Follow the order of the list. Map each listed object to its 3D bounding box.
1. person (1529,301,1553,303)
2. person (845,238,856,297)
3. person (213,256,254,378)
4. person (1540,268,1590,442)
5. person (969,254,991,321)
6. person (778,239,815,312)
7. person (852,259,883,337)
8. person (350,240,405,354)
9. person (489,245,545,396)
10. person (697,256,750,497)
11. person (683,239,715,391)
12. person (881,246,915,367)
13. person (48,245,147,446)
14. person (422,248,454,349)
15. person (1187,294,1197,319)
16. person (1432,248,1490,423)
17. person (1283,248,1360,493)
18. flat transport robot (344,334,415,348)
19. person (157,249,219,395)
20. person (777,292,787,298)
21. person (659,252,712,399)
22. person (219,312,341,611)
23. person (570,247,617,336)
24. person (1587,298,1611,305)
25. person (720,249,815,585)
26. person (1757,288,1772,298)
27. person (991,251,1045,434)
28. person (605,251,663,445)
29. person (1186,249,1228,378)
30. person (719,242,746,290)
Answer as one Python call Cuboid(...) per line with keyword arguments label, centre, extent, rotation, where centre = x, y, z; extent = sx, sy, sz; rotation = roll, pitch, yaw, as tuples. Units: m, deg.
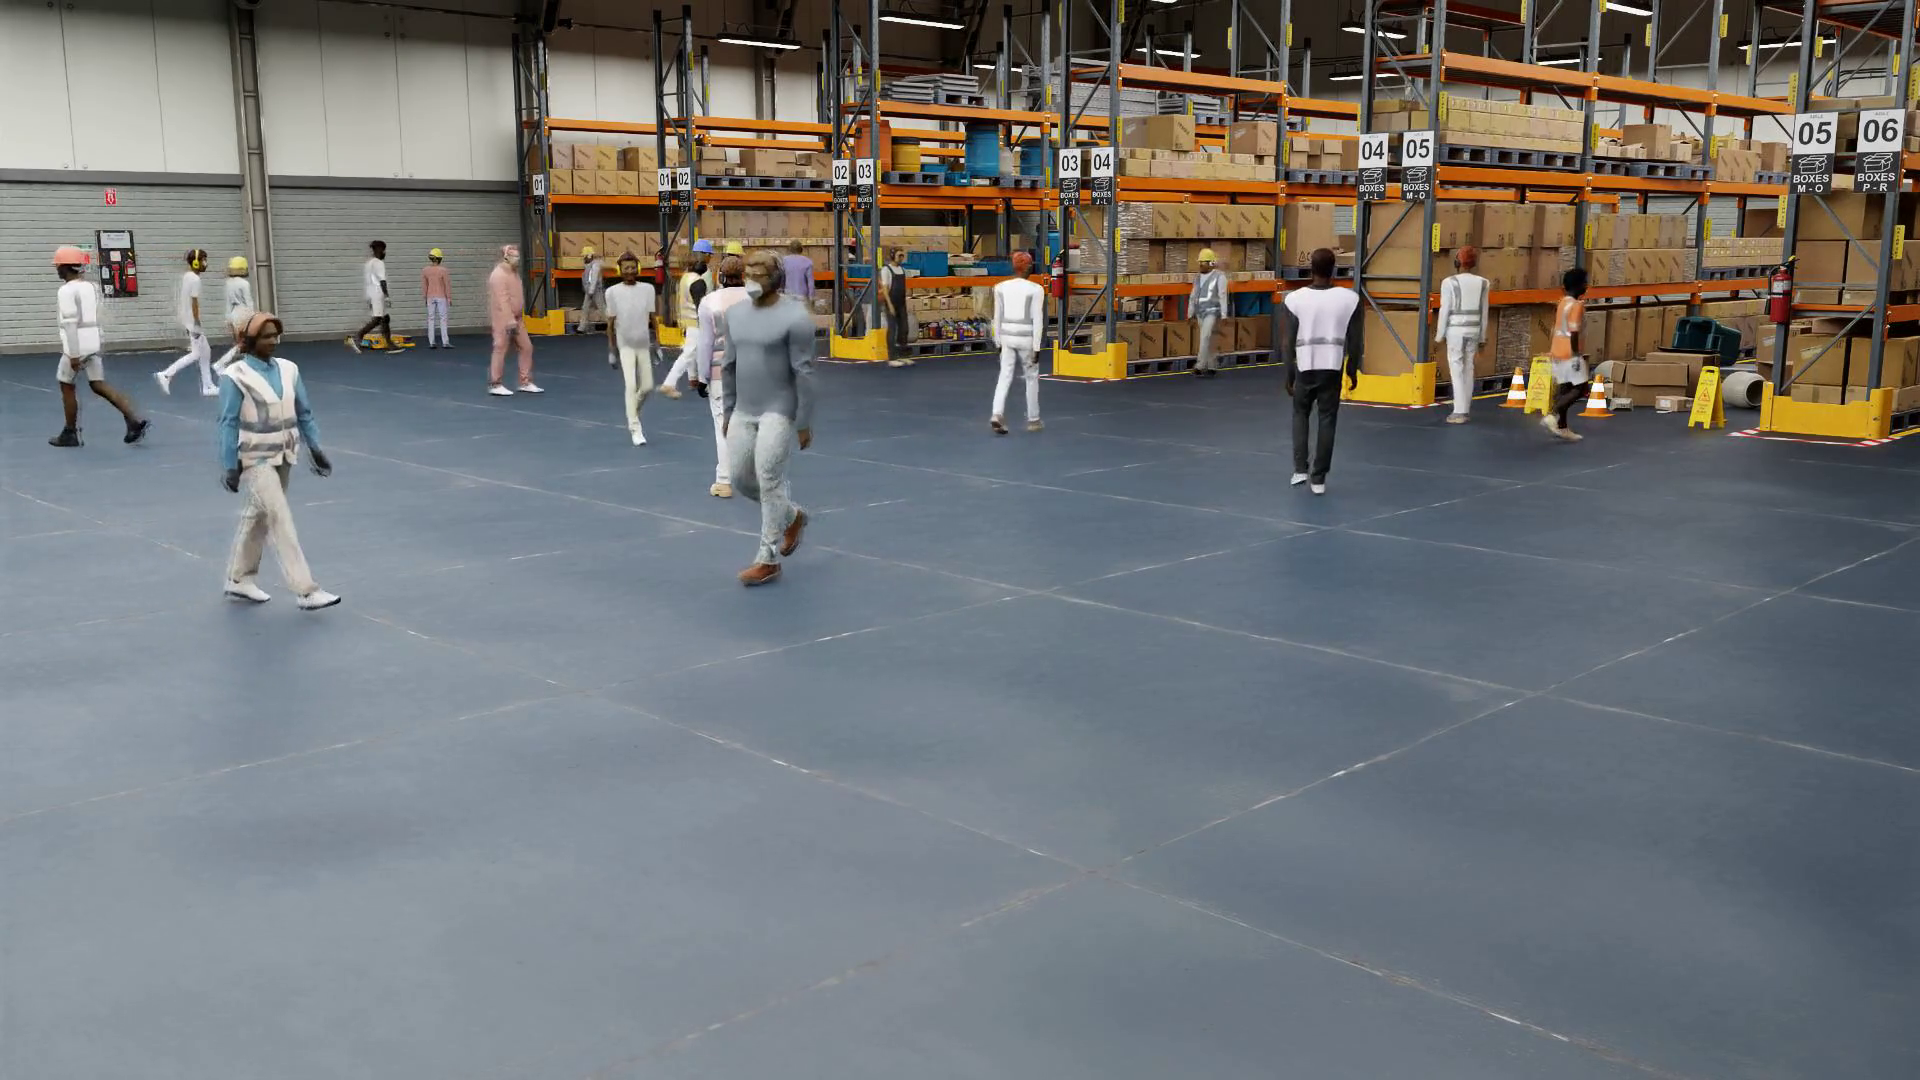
Cuboid(label="person", centre=(10.545, -4.458, 29.995), extent=(1.013, 1.952, 0.627), rotation=(-1, 10, -7))
Cuboid(label="person", centre=(-2.284, -5.444, 35.402), extent=(0.368, 1.933, 0.552), rotation=(-4, 11, -21))
Cuboid(label="person", centre=(-9.885, -3.013, 22.725), extent=(0.484, 1.718, 0.752), rotation=(9, 14, 41))
Cuboid(label="person", centre=(5.906, -1.784, 16.097), extent=(0.369, 1.686, 0.550), rotation=(1, 10, 6))
Cuboid(label="person", centre=(0.421, -4.938, 33.507), extent=(0.431, 1.621, 0.504), rotation=(-6, 12, -31))
Cuboid(label="person", centre=(-2.782, -4.144, 28.309), extent=(0.633, 1.938, 0.370), rotation=(1, 10, 5))
Cuboid(label="person", centre=(-1.583, -4.164, 29.351), extent=(0.502, 1.595, 0.832), rotation=(7, 12, 32))
Cuboid(label="person", centre=(-9.939, -4.126, 28.229), extent=(0.818, 1.935, 0.662), rotation=(-6, 12, -28))
Cuboid(label="person", centre=(-5.582, -2.745, 20.860), extent=(0.779, 1.876, 0.656), rotation=(2, 11, 11))
Cuboid(label="person", centre=(-1.739, -1.264, 12.863), extent=(0.635, 1.842, 0.429), rotation=(-6, 12, -29))
Cuboid(label="person", centre=(-3.364, -2.918, 21.607), extent=(0.405, 1.941, 0.608), rotation=(-7, 13, -35))
Cuboid(label="person", centre=(-0.966, -3.573, 25.471), extent=(0.402, 1.841, 0.519), rotation=(9, 14, 42))
Cuboid(label="person", centre=(-8.323, -1.850, 15.889), extent=(0.876, 1.912, 0.552), rotation=(1, 10, 4))
Cuboid(label="person", centre=(-9.275, -4.284, 29.537), extent=(0.534, 1.767, 0.314), rotation=(2, 11, 10))
Cuboid(label="person", centre=(4.696, -4.788, 31.653), extent=(0.731, 2.000, 0.550), rotation=(9, 14, 40))
Cuboid(label="person", centre=(5.417, -2.194, 17.954), extent=(0.594, 1.873, 0.658), rotation=(-3, 11, -17))
Cuboid(label="person", centre=(2.839, -1.334, 13.098), extent=(0.596, 1.897, 0.600), rotation=(2, 11, 10))
Cuboid(label="flat transport robot", centre=(-10.478, -3.596, 29.983), extent=(0.652, 0.197, 1.431), rotation=(-10, 14, -44))
Cuboid(label="person", centre=(-9.684, -2.720, 20.851), extent=(0.770, 1.835, 0.574), rotation=(-7, 12, -33))
Cuboid(label="person", centre=(-2.145, -2.185, 18.318), extent=(0.547, 1.678, 0.437), rotation=(-3, 11, -16))
Cuboid(label="person", centre=(-3.297, -2.660, 20.595), extent=(0.943, 1.807, 0.631), rotation=(-4, 11, -19))
Cuboid(label="person", centre=(-3.692, -0.421, 8.936), extent=(0.857, 1.593, 0.526), rotation=(4, 11, 19))
Cuboid(label="person", centre=(-7.352, -4.999, 33.439), extent=(0.954, 1.774, 0.606), rotation=(-7, 12, -34))
Cuboid(label="person", centre=(11.952, -4.608, 31.094), extent=(0.429, 1.846, 0.626), rotation=(-4, 11, -19))
Cuboid(label="person", centre=(-1.101, -0.731, 9.727), extent=(0.642, 1.927, 0.643), rotation=(7, 12, 33))
Cuboid(label="person", centre=(17.372, -5.405, 35.576), extent=(0.602, 1.799, 0.902), rotation=(-5, 11, -24))
Cuboid(label="person", centre=(0.572, -2.015, 16.959), extent=(0.590, 1.843, 0.950), rotation=(5, 12, 27))
Cuboid(label="person", centre=(-3.177, -1.881, 16.192), extent=(0.528, 1.852, 0.710), rotation=(-6, 12, -28))
Cuboid(label="person", centre=(3.382, -3.173, 23.367), extent=(0.832, 1.801, 0.623), rotation=(-7, 13, -34))
Cuboid(label="person", centre=(-3.127, -3.288, 23.748), extent=(0.940, 1.885, 0.612), rotation=(-4, 11, -21))
